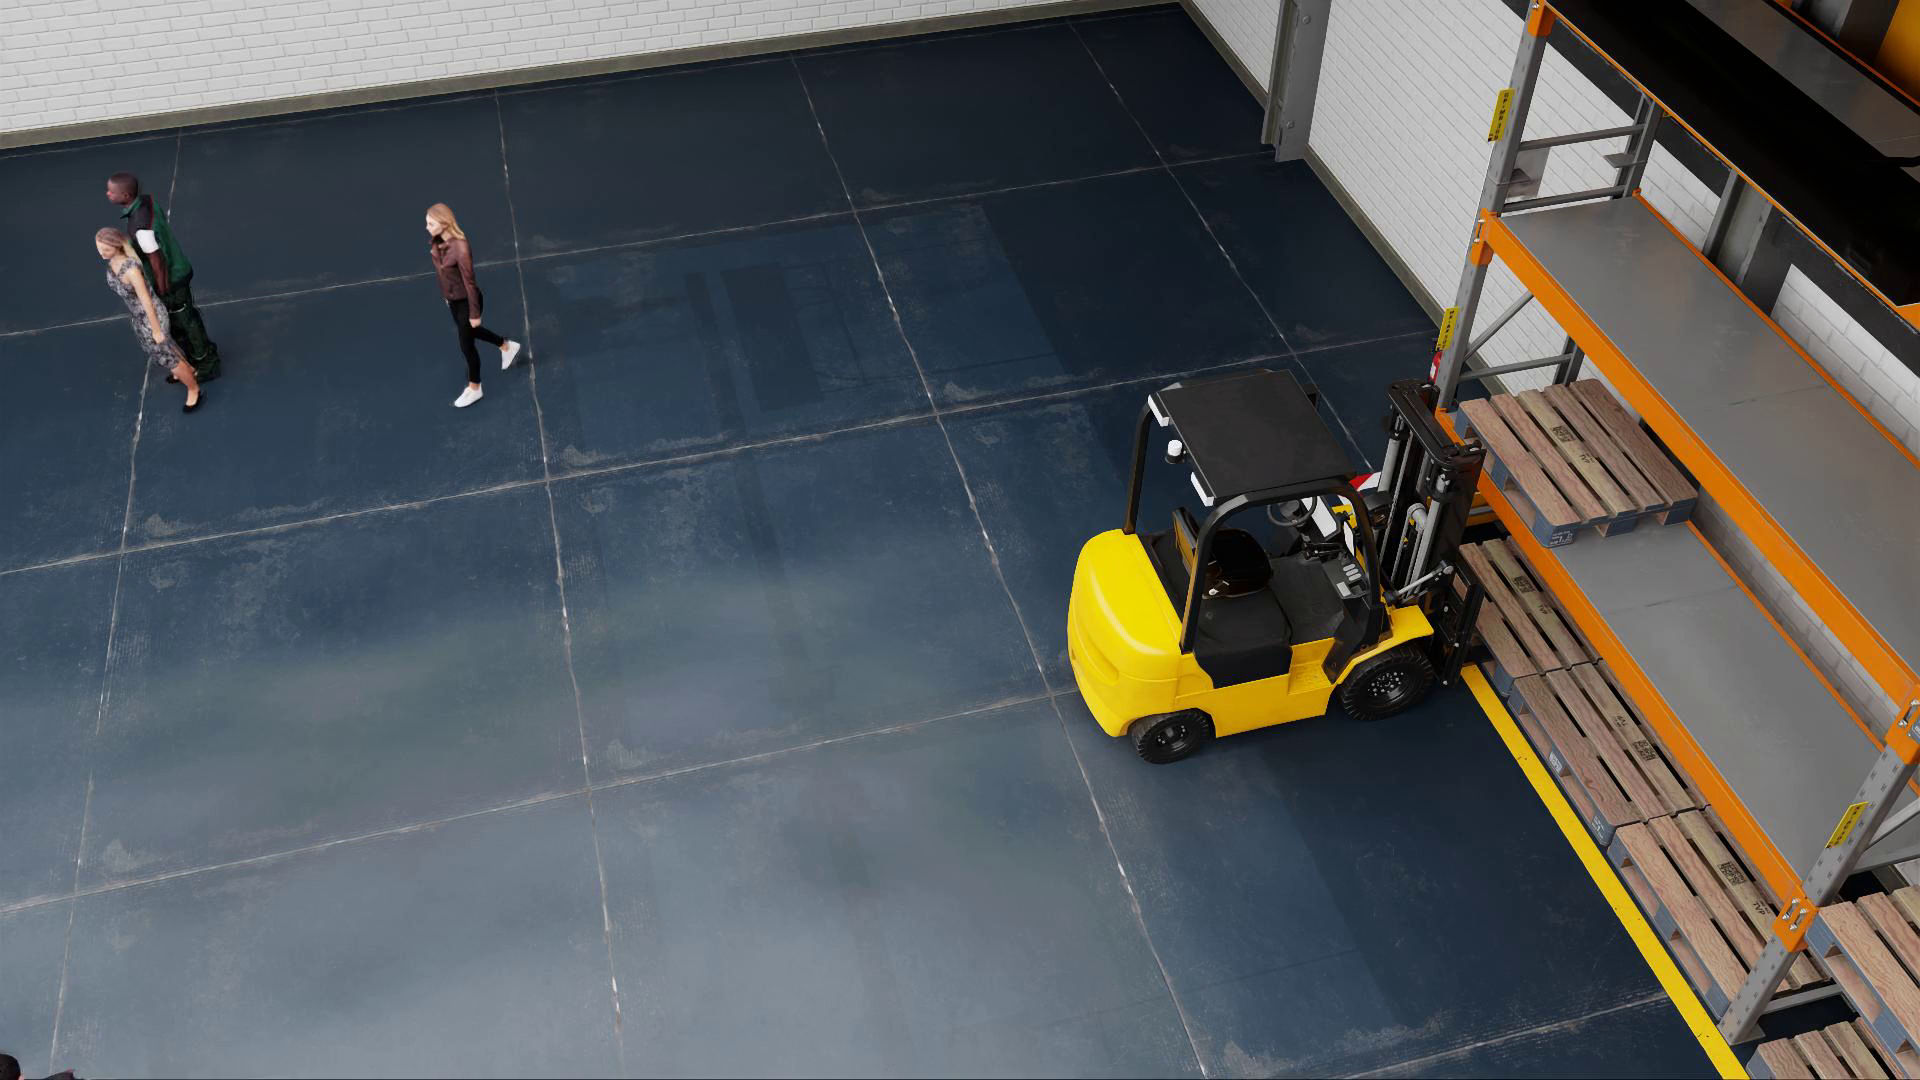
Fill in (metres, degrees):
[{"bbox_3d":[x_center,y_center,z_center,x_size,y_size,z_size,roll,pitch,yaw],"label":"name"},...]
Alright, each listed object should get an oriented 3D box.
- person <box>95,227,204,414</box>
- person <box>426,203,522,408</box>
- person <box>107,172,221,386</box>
[{"bbox_3d":[-6.045,-1.677,12.493,0.896,1.667,0.766,-25,49,-24],"label":"person"},{"bbox_3d":[-3.725,-1.843,12.650,0.939,1.692,0.979,-33,53,-30],"label":"person"},{"bbox_3d":[-6.061,-2.017,12.727,0.775,1.836,0.566,-13,45,-13],"label":"person"}]
